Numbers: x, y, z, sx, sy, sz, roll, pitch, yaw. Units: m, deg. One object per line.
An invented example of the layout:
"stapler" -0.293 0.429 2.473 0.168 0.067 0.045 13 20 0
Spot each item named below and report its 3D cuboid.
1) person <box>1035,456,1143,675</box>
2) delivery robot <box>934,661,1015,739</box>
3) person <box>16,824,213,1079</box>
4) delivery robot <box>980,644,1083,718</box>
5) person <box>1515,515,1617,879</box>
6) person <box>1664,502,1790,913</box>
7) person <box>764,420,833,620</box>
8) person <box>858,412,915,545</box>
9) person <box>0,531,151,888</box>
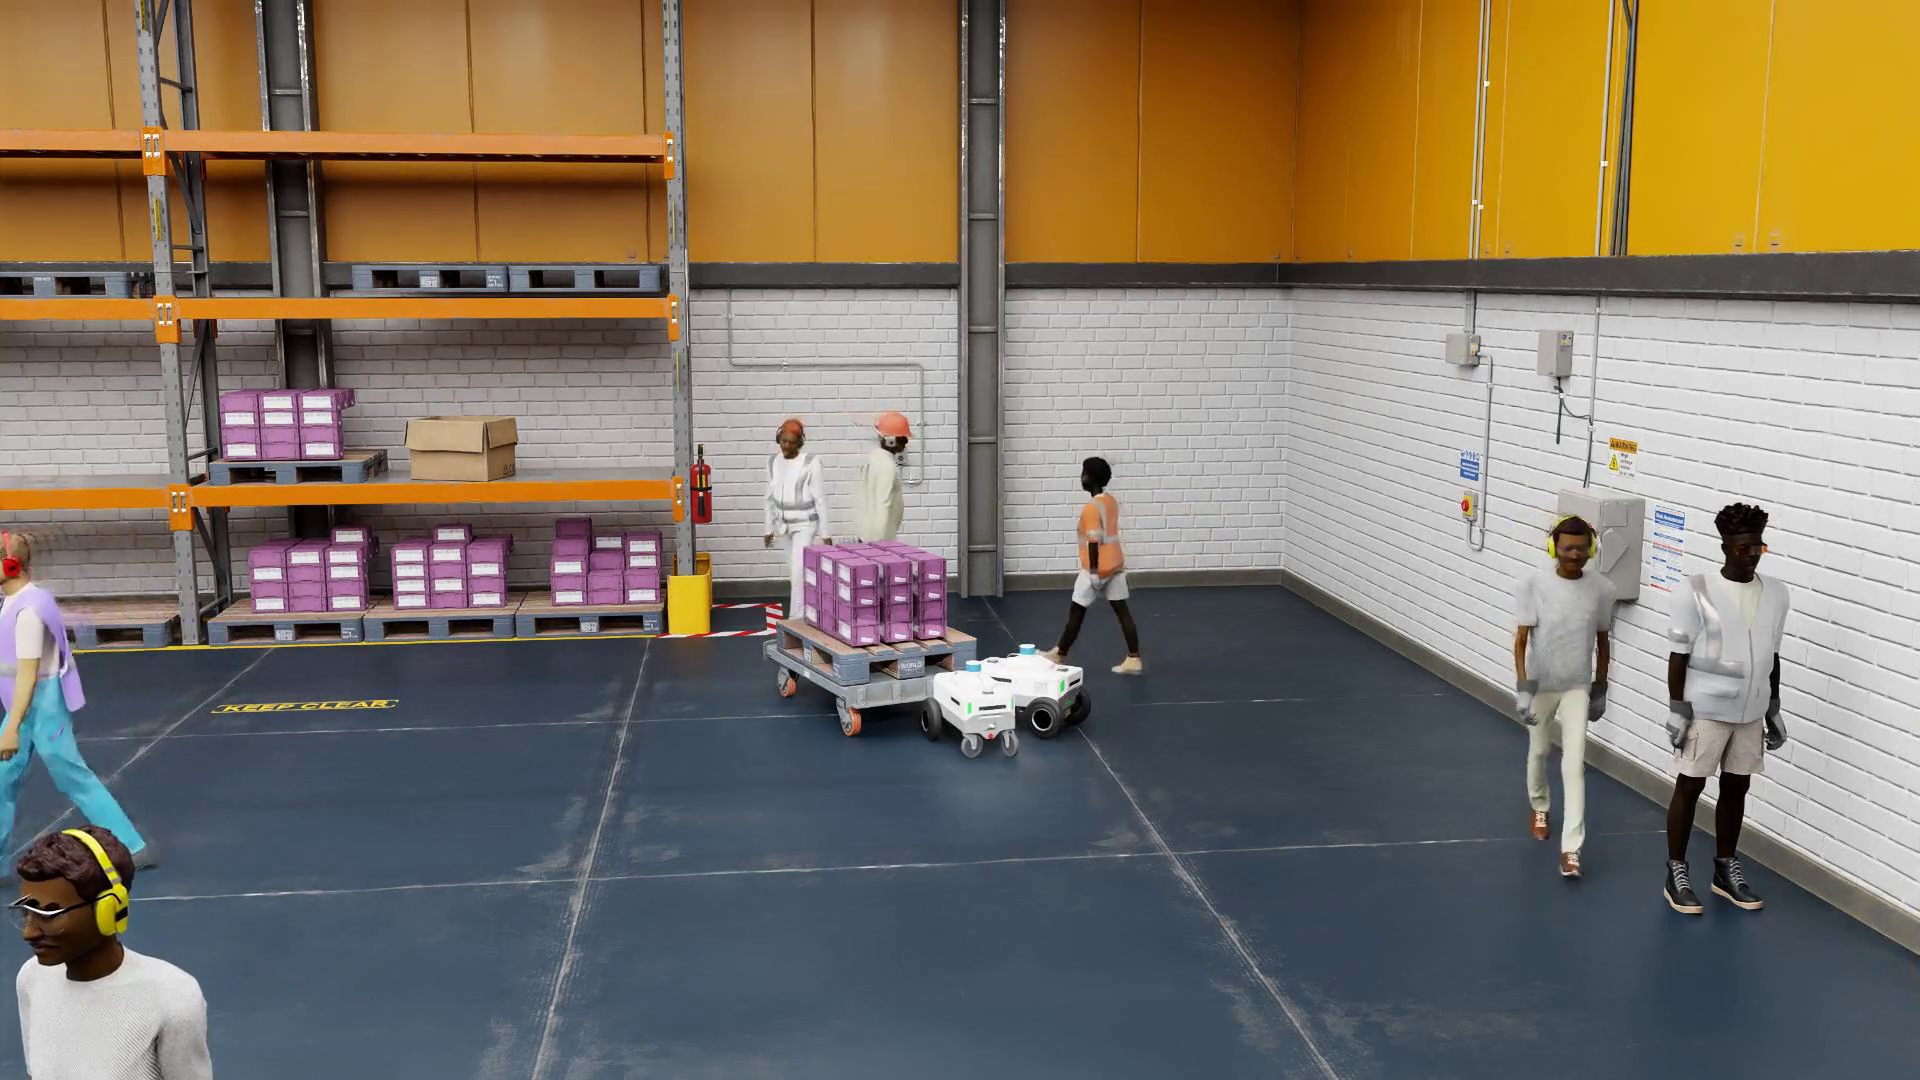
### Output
"person" 1.003 0.197 12.551 0.875 1.649 0.535 5 10 29
"delivery robot" 0.087 1.015 10.618 0.477 0.478 0.707 -3 10 -19
"person" -1.852 1.524 3.644 0.537 1.869 0.312 3 10 18
"delivery robot" 0.446 0.939 11.095 0.707 0.478 0.477 5 10 28
"person" 3.106 0.763 8.582 0.487 1.813 1.036 3 9 15
"person" 3.641 0.792 7.908 0.602 1.967 0.367 -1 9 -9
"person" -1.366 -0.079 13.758 0.627 1.844 0.674 8 12 39
"person" -0.610 -0.050 13.298 0.998 1.946 0.664 -3 10 -18
"person" -4.531 0.837 8.168 0.938 1.801 0.572 -7 12 -39
